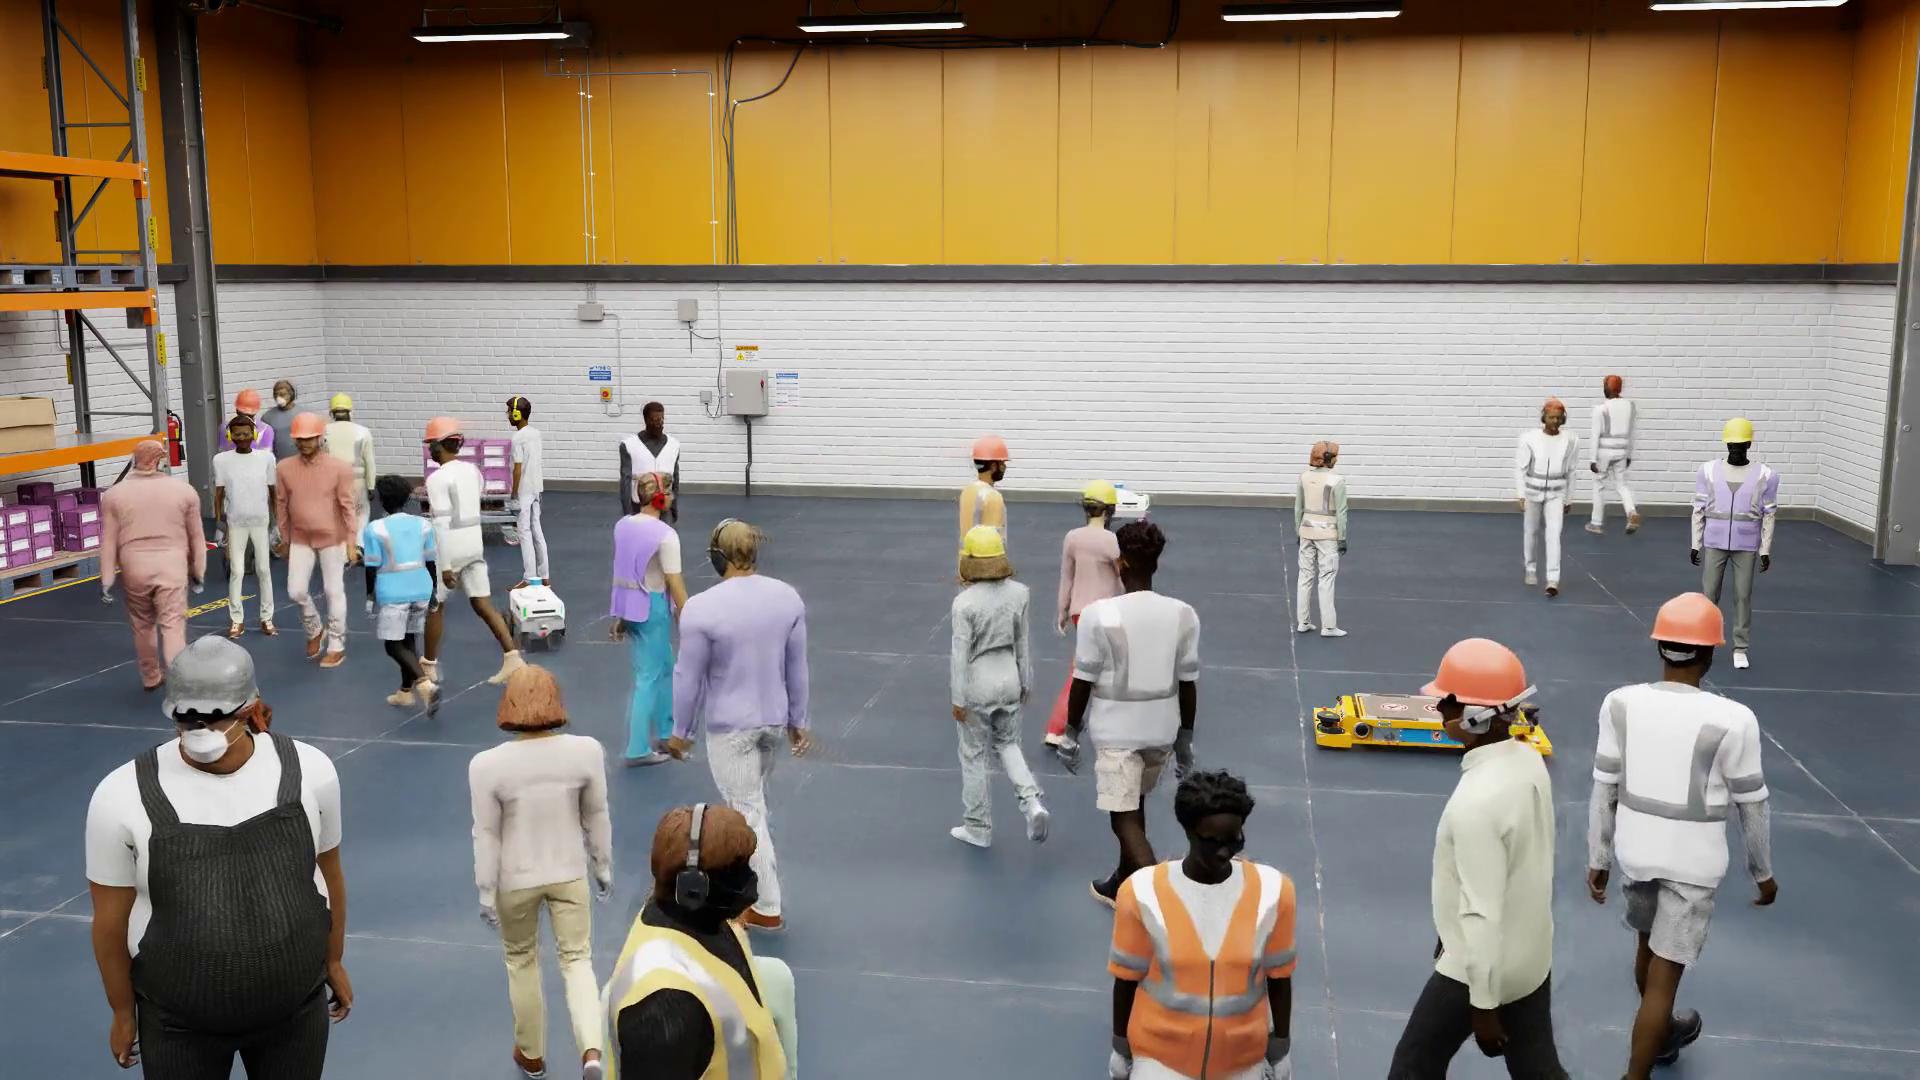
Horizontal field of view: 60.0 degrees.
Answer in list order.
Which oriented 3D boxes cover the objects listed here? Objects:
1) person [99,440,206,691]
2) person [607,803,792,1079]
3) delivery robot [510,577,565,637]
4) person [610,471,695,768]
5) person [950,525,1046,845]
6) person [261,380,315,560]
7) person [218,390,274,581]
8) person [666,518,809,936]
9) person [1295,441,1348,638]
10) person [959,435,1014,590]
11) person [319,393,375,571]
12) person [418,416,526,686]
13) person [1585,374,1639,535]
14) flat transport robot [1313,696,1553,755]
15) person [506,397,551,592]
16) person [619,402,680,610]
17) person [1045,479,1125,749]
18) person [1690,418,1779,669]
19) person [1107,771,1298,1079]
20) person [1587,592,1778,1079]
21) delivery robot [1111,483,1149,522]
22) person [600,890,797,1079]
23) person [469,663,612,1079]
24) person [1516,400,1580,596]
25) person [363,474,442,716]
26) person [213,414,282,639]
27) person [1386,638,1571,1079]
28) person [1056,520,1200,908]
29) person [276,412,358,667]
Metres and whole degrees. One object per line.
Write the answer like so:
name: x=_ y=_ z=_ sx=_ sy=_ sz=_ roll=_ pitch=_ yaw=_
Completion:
person: x=-5.690 y=0.233 z=11.732 sx=0.693 sy=1.855 sz=0.988 roll=-4 pitch=10 yaw=-21
person: x=-0.701 y=1.497 z=3.991 sx=0.870 sy=1.811 sz=0.632 roll=0 pitch=9 yaw=-3
delivery robot: x=-3.435 y=0.545 z=13.491 sx=0.477 sy=0.478 sz=0.707 roll=-4 pitch=10 yaw=-23
person: x=-1.825 y=0.478 z=10.287 sx=0.736 sy=1.817 sz=0.594 roll=-8 pitch=12 yaw=-41
person: x=0.183 y=0.782 z=8.686 sx=0.495 sy=1.723 sz=0.533 roll=-6 pitch=11 yaw=-33
person: x=-7.124 y=-0.745 z=17.663 sx=0.635 sy=1.884 sz=1.014 roll=0 pitch=9 yaw=-2
person: x=-7.068 y=-0.540 z=16.426 sx=0.575 sy=1.873 sz=0.853 roll=-1 pitch=9 yaw=-9
person: x=-1.070 y=0.845 z=7.721 sx=0.777 sy=1.911 sz=0.627 roll=9 pitch=13 yaw=44
person: x=3.005 y=-0.008 z=13.868 sx=0.314 sy=1.637 sz=0.514 roll=-7 pitch=12 yaw=-38
person: x=0.196 y=0.235 z=11.500 sx=0.446 sy=1.916 sz=0.565 roll=-4 pitch=10 yaw=-23
person: x=-6.230 y=-0.582 z=16.875 sx=0.586 sy=1.810 sz=0.426 roll=-2 pitch=9 yaw=-15
person: x=-3.633 y=0.096 z=12.160 sx=1.003 sy=2.005 sz=0.611 roll=3 pitch=10 yaw=19
person: x=7.528 y=-0.972 z=19.137 sx=0.583 sy=1.866 sz=0.769 roll=-1 pitch=9 yaw=-8
flat transport robot: x=3.023 y=1.179 z=10.728 sx=1.431 sy=0.197 sz=0.652 roll=2 pitch=9 yaw=10
person: x=-4.129 y=-0.433 z=15.819 sx=0.312 sy=1.859 sz=0.513 roll=2 pitch=9 yaw=12
person: x=-2.838 y=-0.337 z=15.200 sx=0.602 sy=1.877 sz=1.002 roll=-5 pitch=11 yaw=-29
person: x=0.863 y=0.470 z=10.675 sx=0.947 sy=1.710 sz=0.525 roll=-7 pitch=11 yaw=-37
person: x=5.927 y=0.023 z=12.777 sx=0.588 sy=1.927 sz=0.371 roll=5 pitch=10 yaw=29
person: x=0.684 y=1.431 z=4.806 sx=0.541 sy=1.670 sz=0.640 roll=0 pitch=9 yaw=-1
person: x=2.627 y=1.131 z=6.020 sx=0.957 sy=1.892 sz=0.570 roll=-8 pitch=12 yaw=-39
delivery robot: x=1.860 y=-0.423 z=19.498 sx=0.707 sy=0.478 sz=0.477 roll=1 pitch=9 yaw=4
person: x=-0.645 y=1.573 z=4.161 sx=0.513 sy=1.606 sz=0.383 roll=-4 pitch=10 yaw=-21
person: x=-1.503 y=1.261 z=6.074 sx=0.507 sy=1.609 sz=0.697 roll=-4 pitch=10 yaw=-25
person: x=5.569 y=-0.412 z=15.812 sx=0.567 sy=1.827 sz=1.033 roll=2 pitch=9 yaw=15
person: x=-3.748 y=0.383 z=11.327 sx=0.703 sy=1.668 sz=0.540 roll=7 pitch=12 yaw=38
person: x=-5.918 y=-0.115 z=13.835 sx=0.534 sy=1.861 sz=0.309 roll=-4 pitch=10 yaw=-24
person: x=1.543 y=1.251 z=5.107 sx=1.025 sy=1.937 sz=0.618 roll=8 pitch=12 yaw=39
person: x=0.818 y=0.873 z=7.531 sx=0.616 sy=1.930 sz=0.962 roll=-5 pitch=10 yaw=-26
person: x=-4.915 y=0.007 z=12.715 sx=0.630 sy=1.978 sz=0.449 roll=0 pitch=9 yaw=-3
